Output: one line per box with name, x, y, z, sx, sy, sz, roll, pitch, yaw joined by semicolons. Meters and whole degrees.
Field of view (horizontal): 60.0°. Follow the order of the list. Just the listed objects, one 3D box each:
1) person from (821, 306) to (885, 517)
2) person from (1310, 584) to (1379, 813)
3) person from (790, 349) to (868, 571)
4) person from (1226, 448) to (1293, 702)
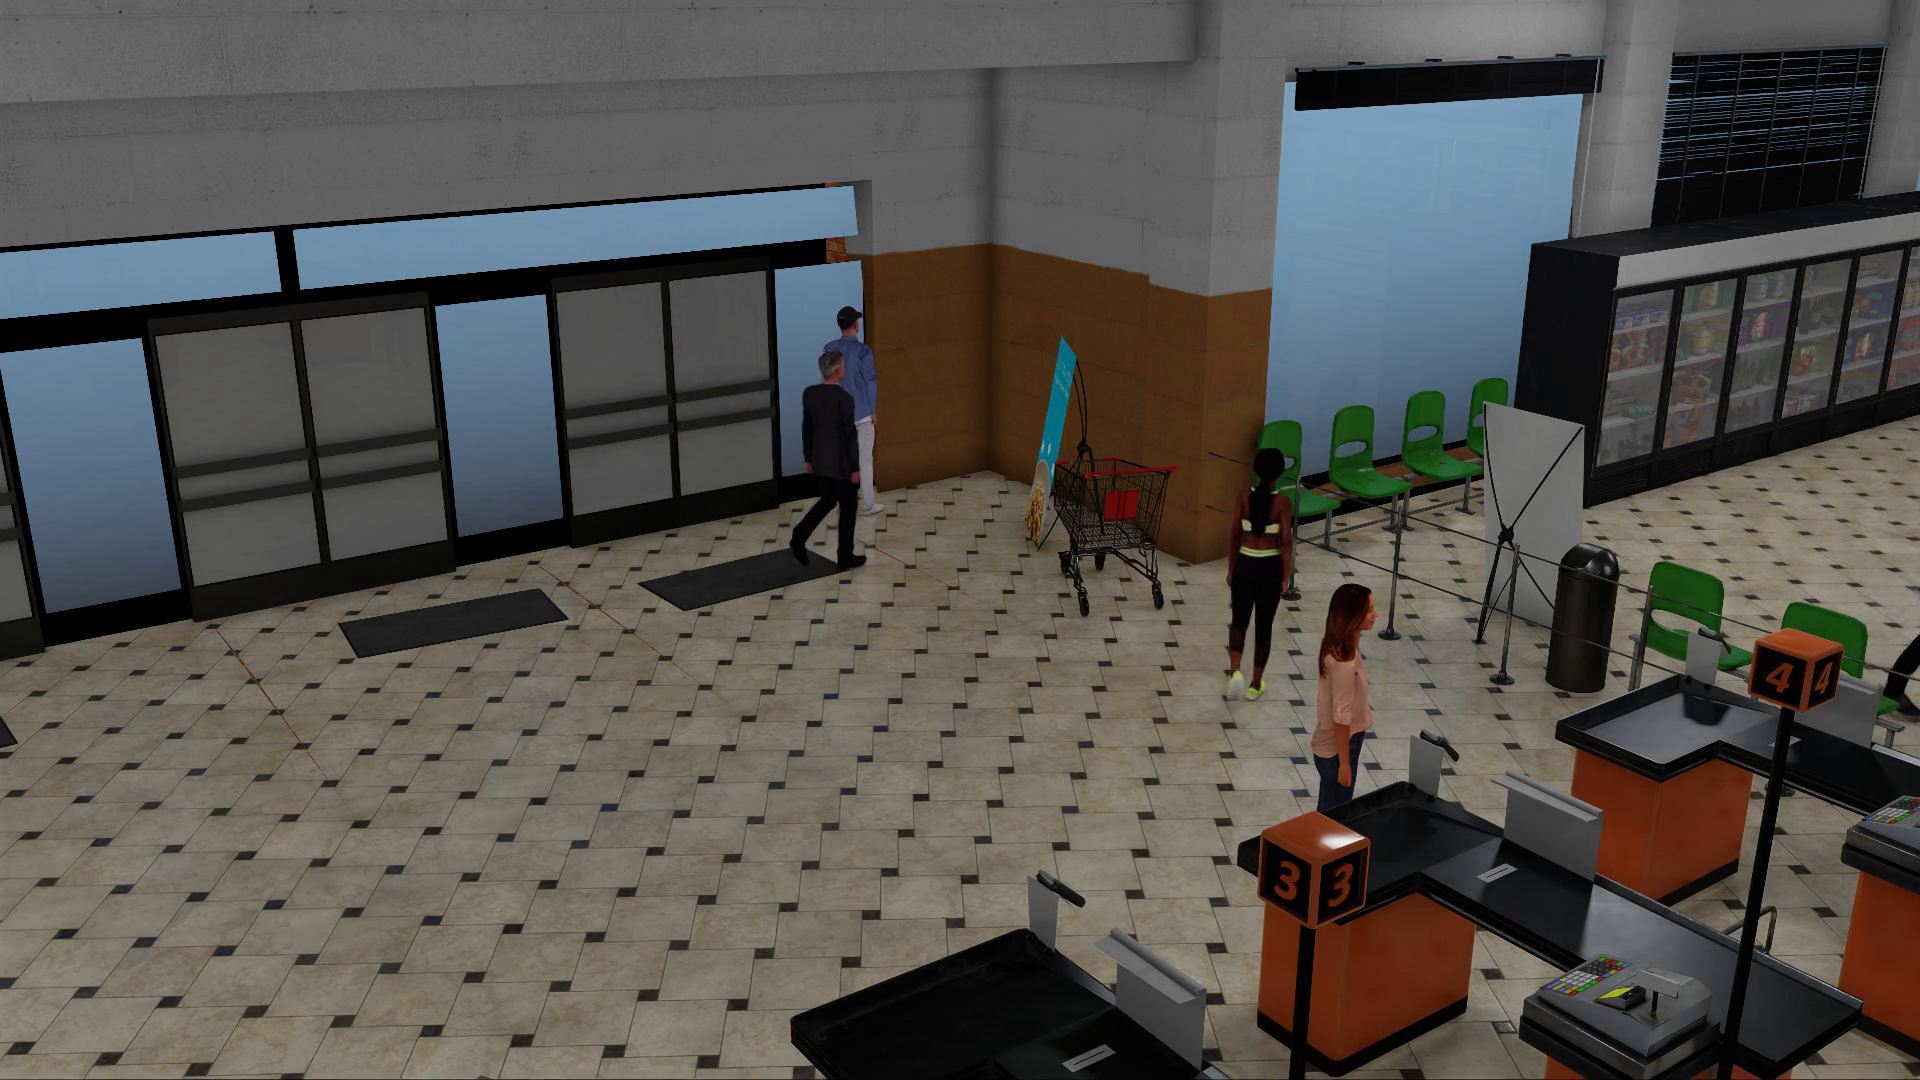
person;-0.956;-1.145;14.784;0.705;1.888;0.802;7;20;19
person;1.899;1.060;8.392;0.719;1.792;0.665;4;19;11
person;-1.052;-0.607;13.290;0.949;1.823;0.898;17;25;40
person;1.914;0.271;10.809;0.896;1.743;0.901;7;20;20
